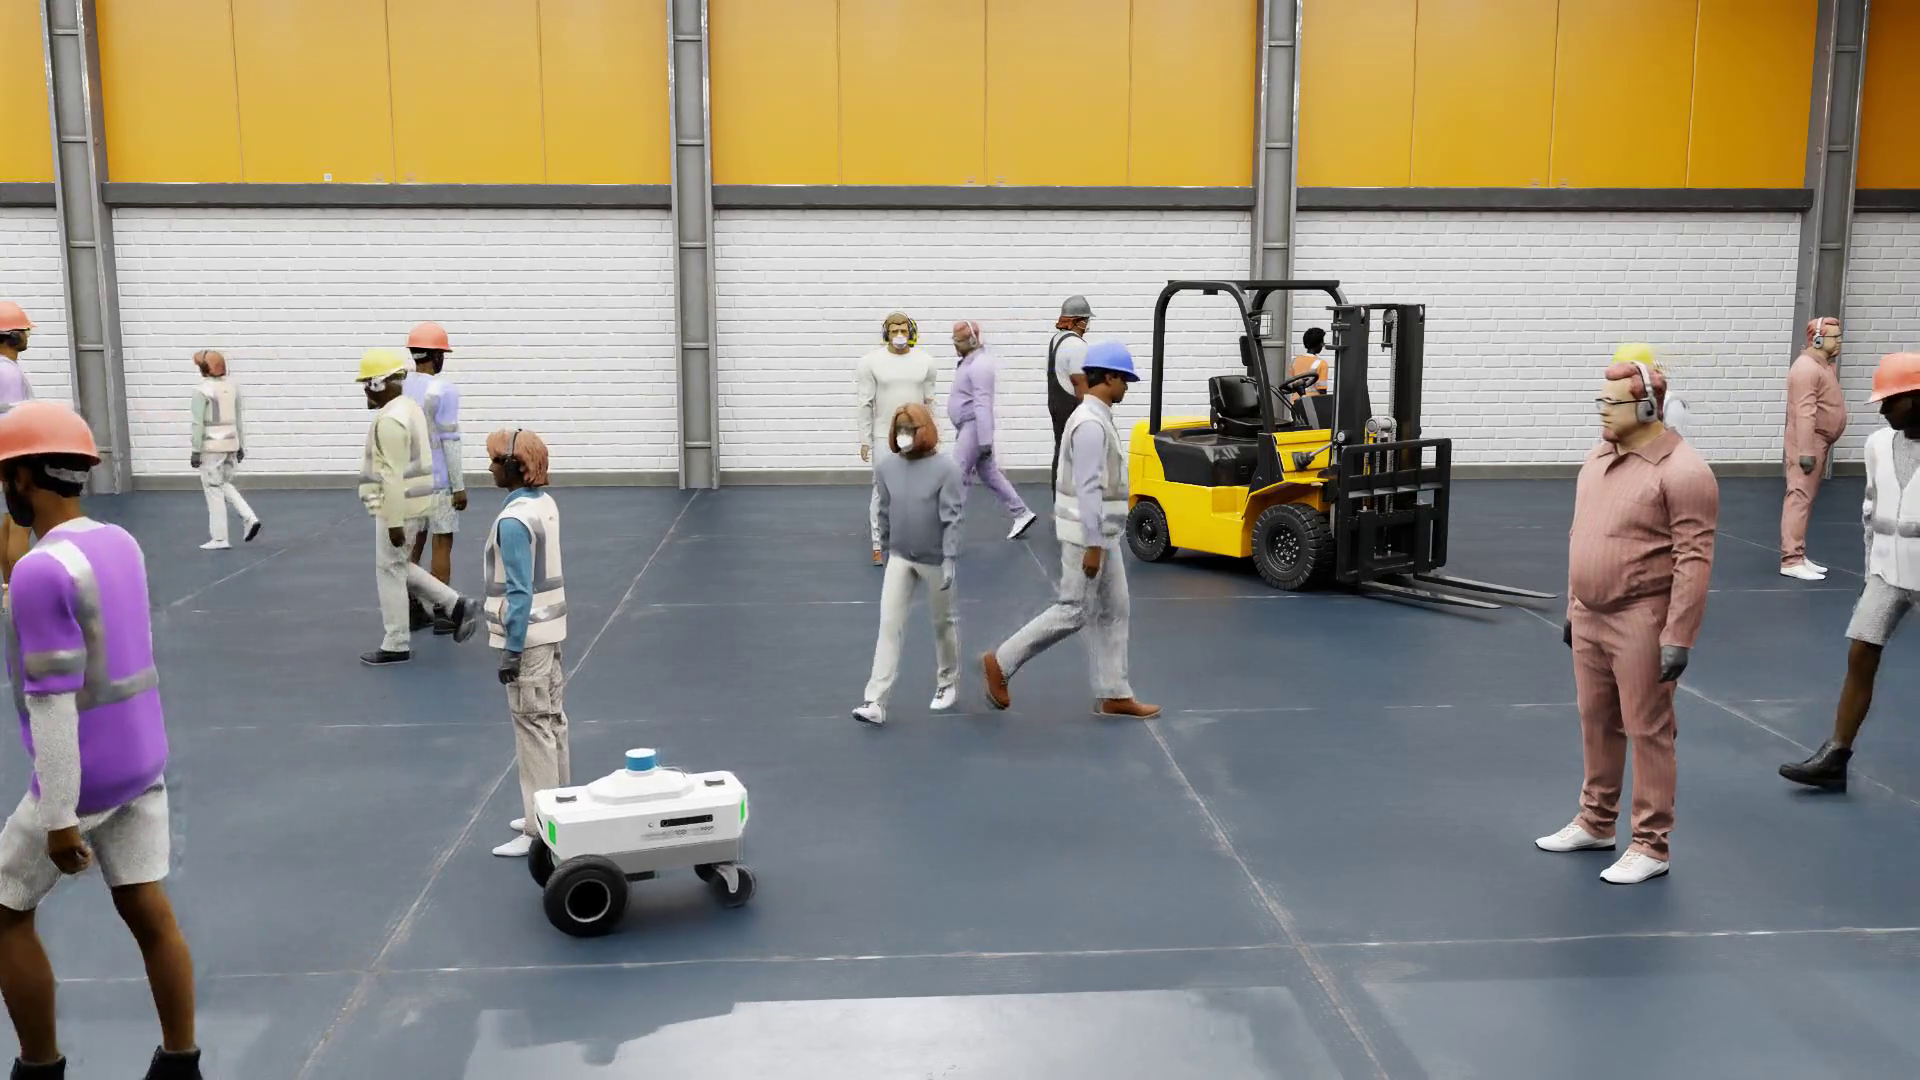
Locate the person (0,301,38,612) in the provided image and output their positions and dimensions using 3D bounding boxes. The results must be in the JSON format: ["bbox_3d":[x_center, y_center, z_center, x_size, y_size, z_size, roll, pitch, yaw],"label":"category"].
[{"bbox_3d":[-6.113,-0.519,10.802,0.366,2.046,0.614,-8,12,-39],"label":"person"}]

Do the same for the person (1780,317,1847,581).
[{"bbox_3d":[6.261,-0.673,12.199,0.403,1.911,0.637,6,11,32],"label":"person"}]

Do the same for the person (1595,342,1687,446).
[{"bbox_3d":[4.274,-0.344,10.455,0.651,1.807,0.590,-7,11,-37],"label":"person"}]

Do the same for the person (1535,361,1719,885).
[{"bbox_3d":[2.431,0.297,6.118,0.403,1.904,0.651,-3,9,-16],"label":"person"}]

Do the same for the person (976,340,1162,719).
[{"bbox_3d":[0.547,-0.040,8.258,0.861,1.904,0.613,2,9,10],"label":"person"}]

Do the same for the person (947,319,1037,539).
[{"bbox_3d":[0.179,-0.902,13.819,0.937,1.862,0.648,0,9,-2],"label":"person"}]

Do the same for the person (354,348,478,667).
[{"bbox_3d":[-3.112,-0.186,9.437,0.580,1.807,0.629,-1,9,-9],"label":"person"}]

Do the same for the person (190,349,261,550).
[{"bbox_3d":[-5.973,-0.721,13.389,0.386,1.629,0.519,2,9,11],"label":"person"}]

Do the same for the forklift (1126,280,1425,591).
[{"bbox_3d":[2.301,-0.860,12.475,1.214,2.155,2.313,-6,11,-35],"label":"forklift"}]

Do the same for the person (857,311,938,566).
[{"bbox_3d":[-0.470,-0.771,12.717,0.636,1.938,0.358,-3,9,-16],"label":"person"}]

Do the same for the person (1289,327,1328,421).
[{"bbox_3d":[3.546,-1.309,16.875,0.318,1.691,0.530,-5,10,-29],"label":"person"}]

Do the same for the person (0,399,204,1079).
[{"bbox_3d":[-2.311,0.594,4.277,0.751,1.891,0.559,0,9,0],"label":"person"}]

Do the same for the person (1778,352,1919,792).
[{"bbox_3d":[3.973,0.174,6.949,0.831,1.882,0.632,-5,10,-28],"label":"person"}]

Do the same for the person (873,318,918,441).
[{"bbox_3d":[-0.479,-0.963,14.214,0.486,1.848,0.399,7,11,36],"label":"person"}]

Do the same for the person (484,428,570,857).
[{"bbox_3d":[-1.656,0.388,6.380,0.306,1.639,0.523,0,9,-2],"label":"person"}]

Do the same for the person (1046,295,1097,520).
[{"bbox_3d":[1.057,-1.162,14.858,0.537,2.000,0.683,-3,10,-18],"label":"person"}]

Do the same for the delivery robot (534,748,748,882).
[{"bbox_3d":[-1.108,0.973,5.806,0.707,0.478,0.477,-4,10,-21],"label":"delivery robot"}]

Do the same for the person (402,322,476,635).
[{"bbox_3d":[-3.265,-0.380,10.301,0.546,1.929,0.389,5,10,29],"label":"person"}]

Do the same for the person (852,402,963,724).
[{"bbox_3d":[-0.225,0.119,8.232,0.512,1.584,0.867,4,10,23],"label":"person"}]
